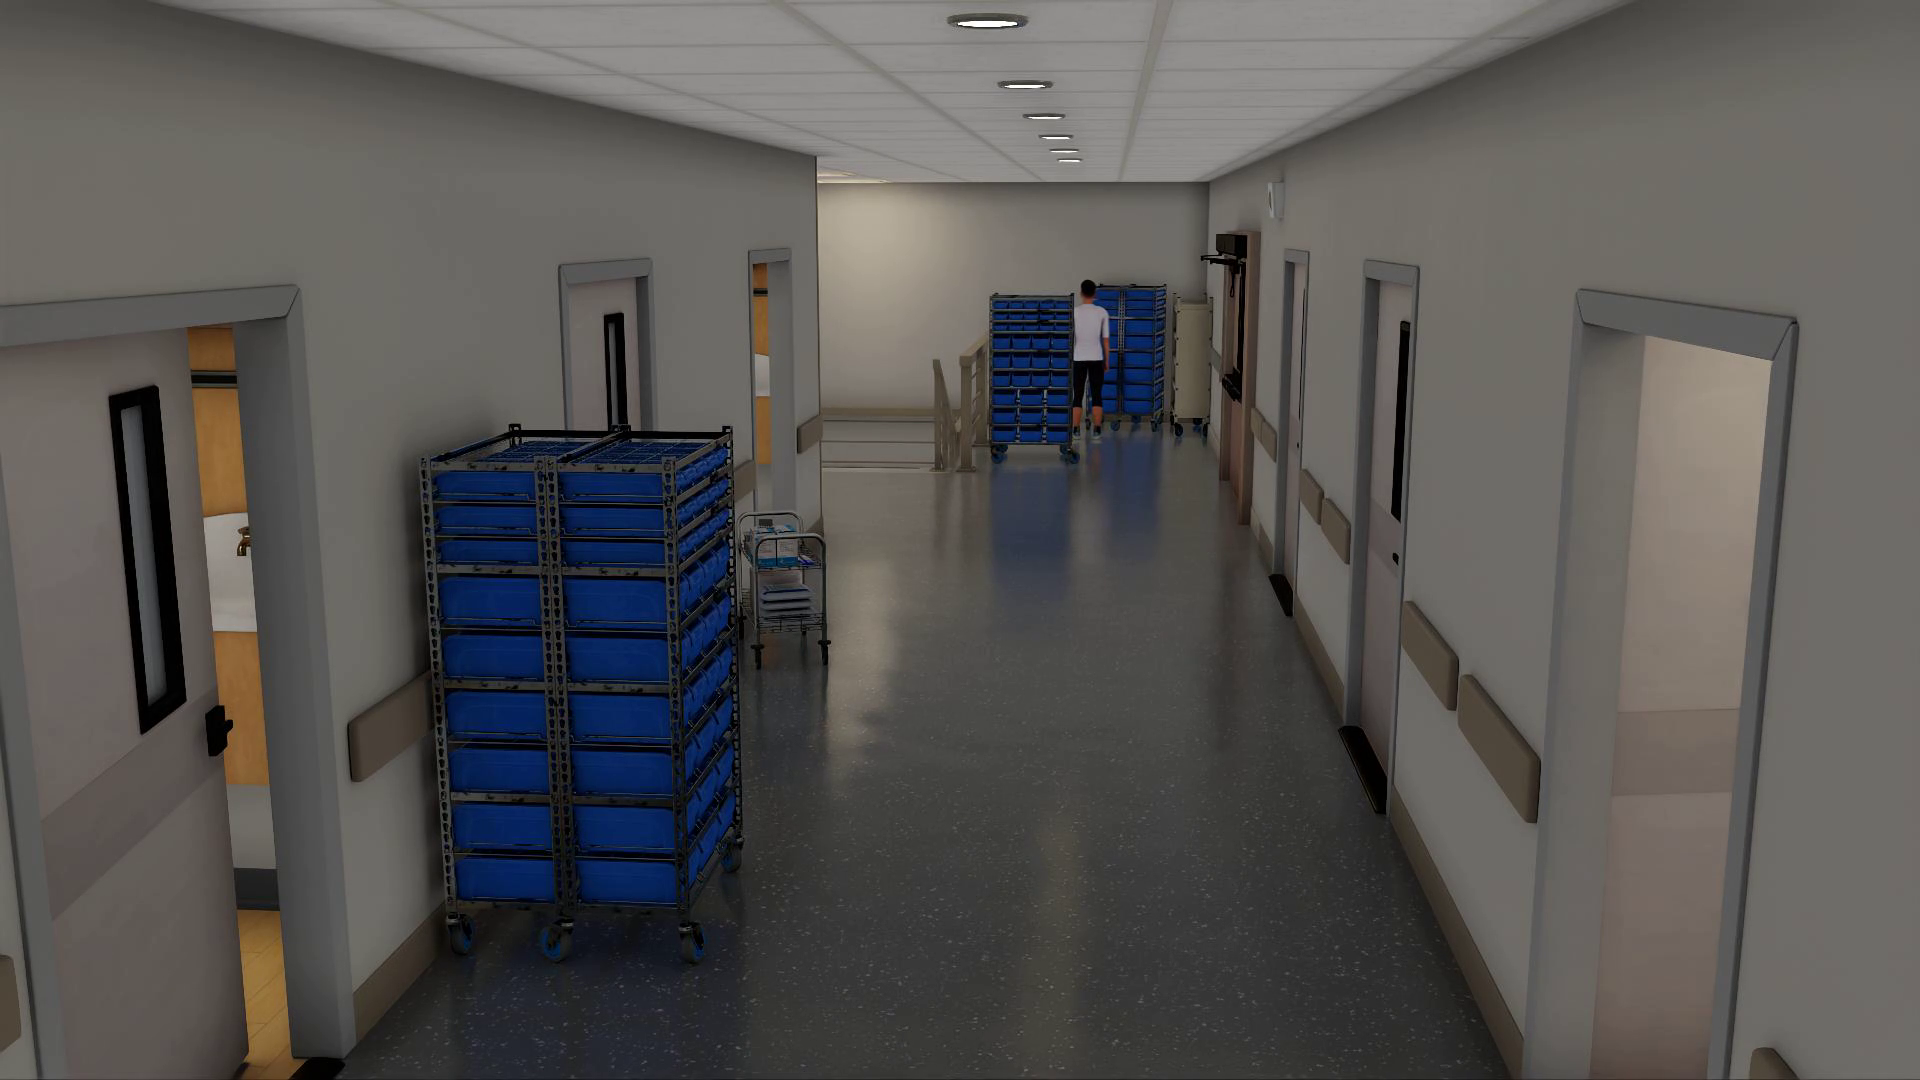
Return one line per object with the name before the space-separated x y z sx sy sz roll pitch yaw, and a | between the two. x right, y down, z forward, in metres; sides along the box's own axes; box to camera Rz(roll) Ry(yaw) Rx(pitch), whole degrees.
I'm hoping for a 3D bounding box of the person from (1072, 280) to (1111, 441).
person | 1.485 -2.090 19.302 0.654 1.847 0.545 1 11 3
